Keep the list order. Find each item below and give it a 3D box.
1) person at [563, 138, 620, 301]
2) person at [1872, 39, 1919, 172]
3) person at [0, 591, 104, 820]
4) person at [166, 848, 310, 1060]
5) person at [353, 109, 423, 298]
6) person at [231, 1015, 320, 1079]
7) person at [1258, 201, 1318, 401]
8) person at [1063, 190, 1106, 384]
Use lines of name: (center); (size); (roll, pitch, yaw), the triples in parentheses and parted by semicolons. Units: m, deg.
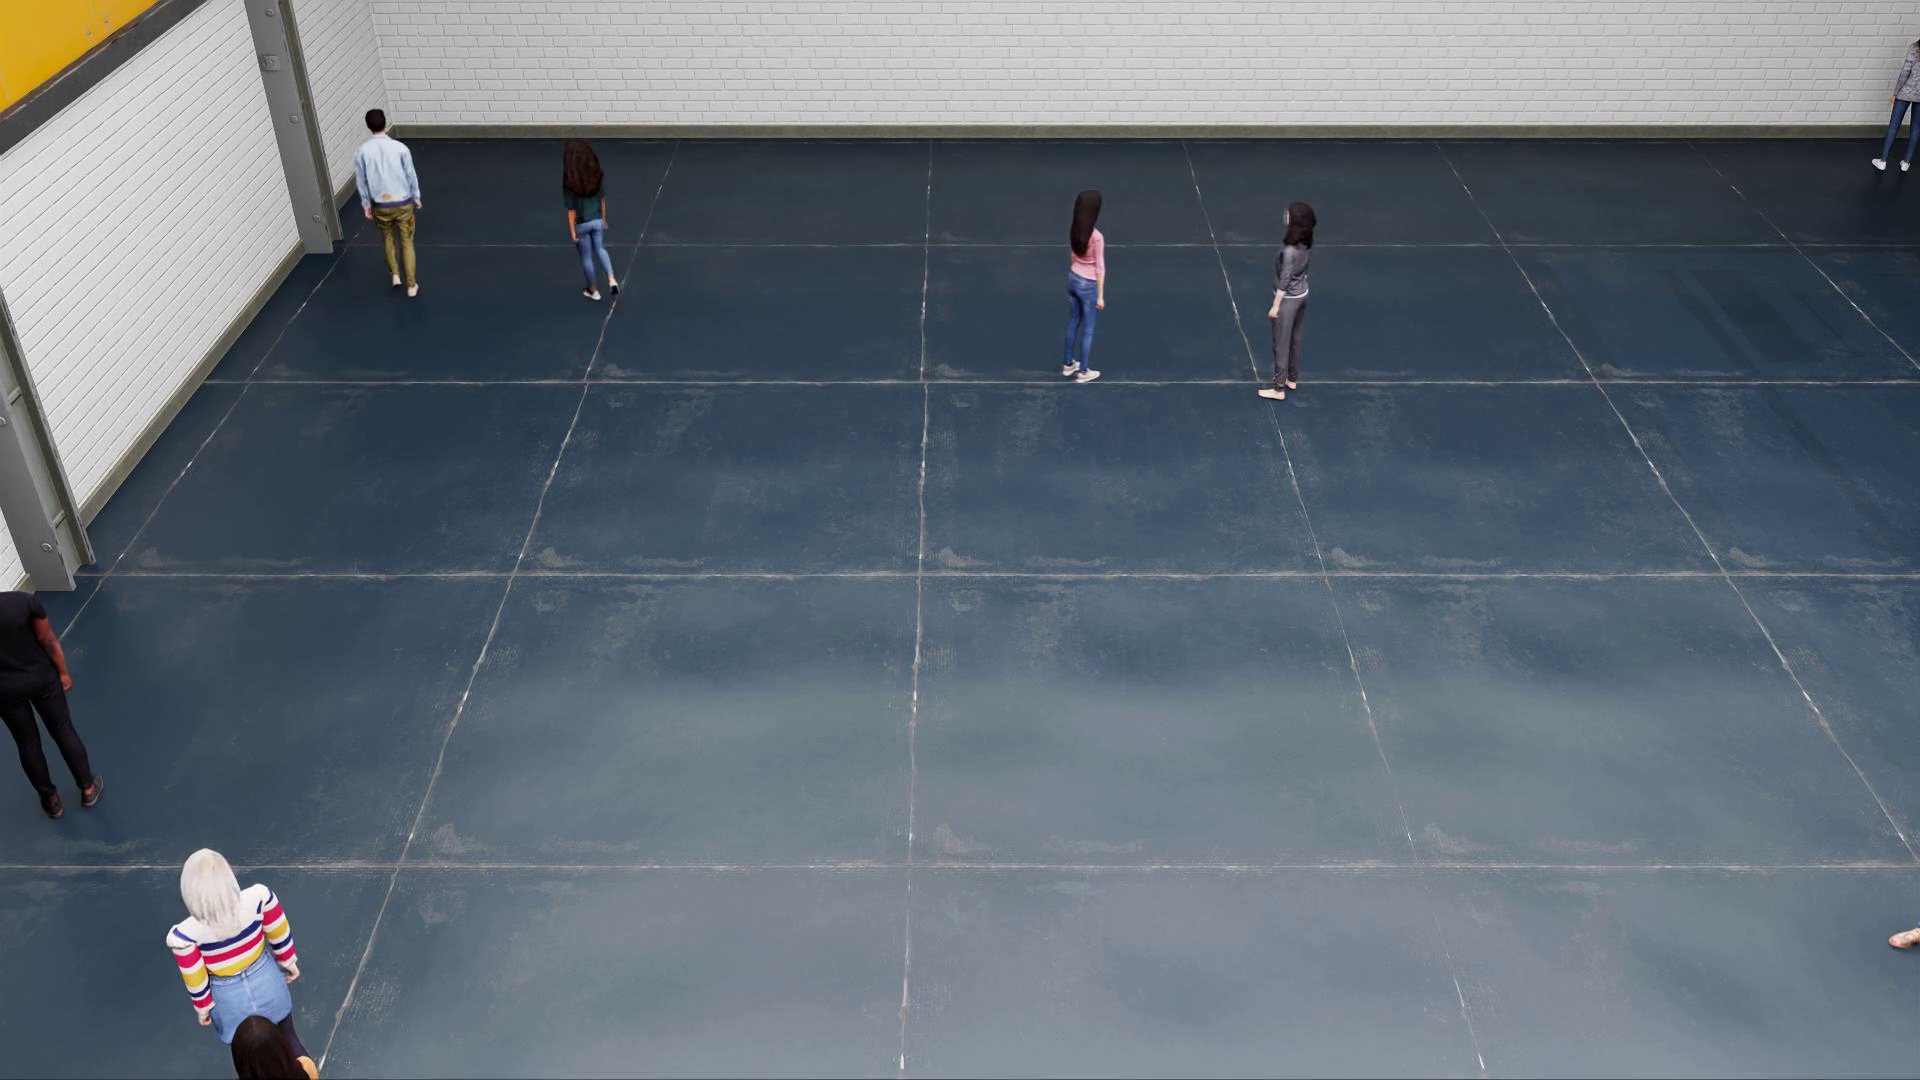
person: (-3.473, -2.985, 15.692); (0.830, 1.610, 0.896); (-27, 42, -34)
person: (10.690, -5.005, 18.620); (0.655, 1.732, 0.579); (6, 34, 9)
person: (-5.475, 0.855, 9.726); (0.749, 1.818, 0.732); (-16, 37, -22)
person: (-3.350, 2.129, 7.818); (0.707, 1.809, 0.751); (-26, 42, -34)
person: (-5.397, -3.156, 15.781); (0.737, 1.795, 0.716); (-5, 34, -7)
person: (-2.859, 2.655, 7.170); (0.616, 1.650, 0.669); (-27, 42, -35)
person: (2.809, -2.034, 14.121); (0.726, 1.765, 0.644); (24, 41, 32)
person: (1.075, -2.201, 14.393); (0.691, 1.742, 0.598); (-20, 39, -27)
